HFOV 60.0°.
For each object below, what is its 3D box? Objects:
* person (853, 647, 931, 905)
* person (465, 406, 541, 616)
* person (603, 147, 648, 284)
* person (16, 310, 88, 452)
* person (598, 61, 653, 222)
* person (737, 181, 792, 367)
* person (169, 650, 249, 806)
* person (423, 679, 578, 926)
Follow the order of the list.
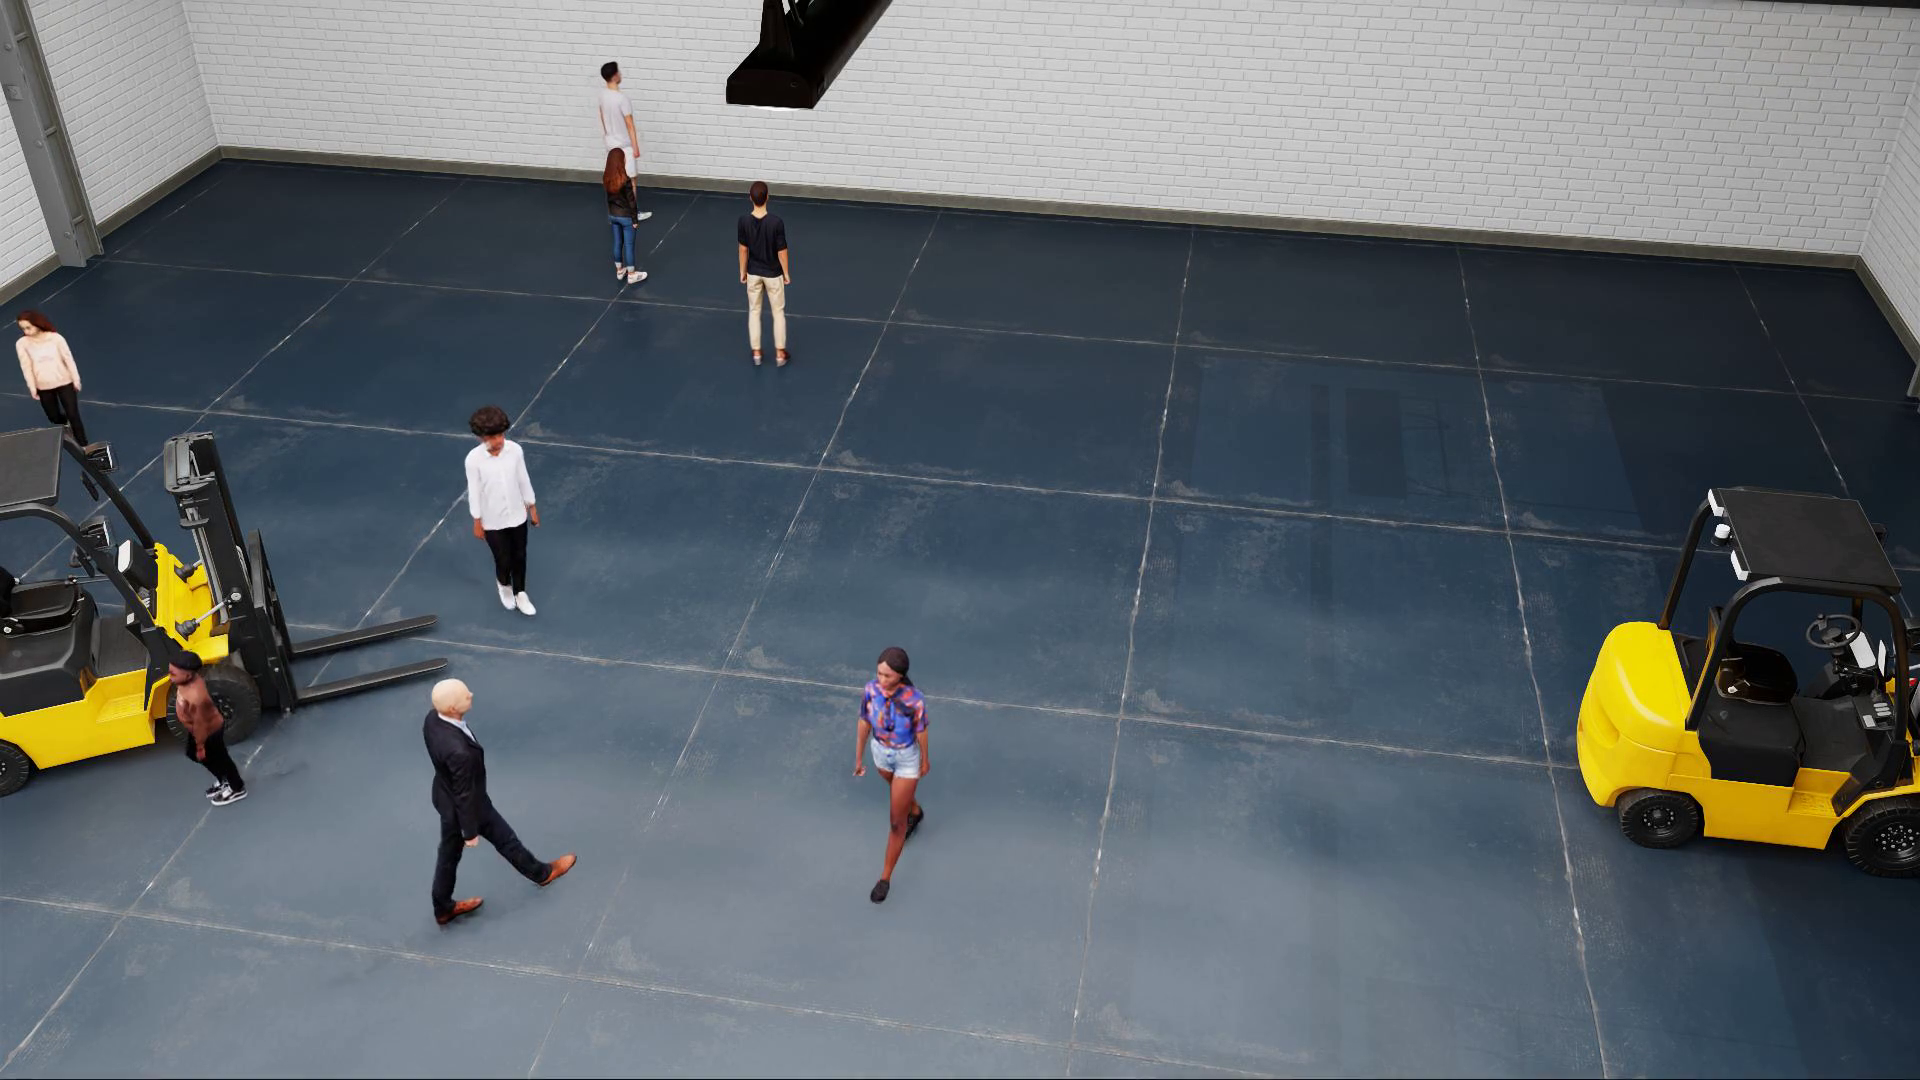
[{"bbox_3d":[-0.364,1.335,10.417,0.804,1.686,1.238,14,36,19],"label":"person"},{"bbox_3d":[-3.531,-0.241,12.690,0.788,1.794,0.853,-23,40,-31],"label":"person"},{"bbox_3d":[-3.641,-3.499,17.875,0.616,1.481,0.618,19,38,26],"label":"person"},{"bbox_3d":[-8.021,-1.395,14.725,0.814,1.465,0.931,-13,36,-19],"label":"person"},{"bbox_3d":[-3.925,-4.598,19.191,0.768,1.855,0.765,26,42,34],"label":"person"},{"bbox_3d":[-1.897,-2.583,16.164,0.651,1.850,0.568,3,34,5],"label":"person"},{"bbox_3d":[-4.913,1.225,10.980,0.660,1.247,0.598,-21,39,-28],"label":"person"},{"bbox_3d":[-3.041,1.609,9.943,1.241,1.756,1.181,-21,39,-28],"label":"person"}]
